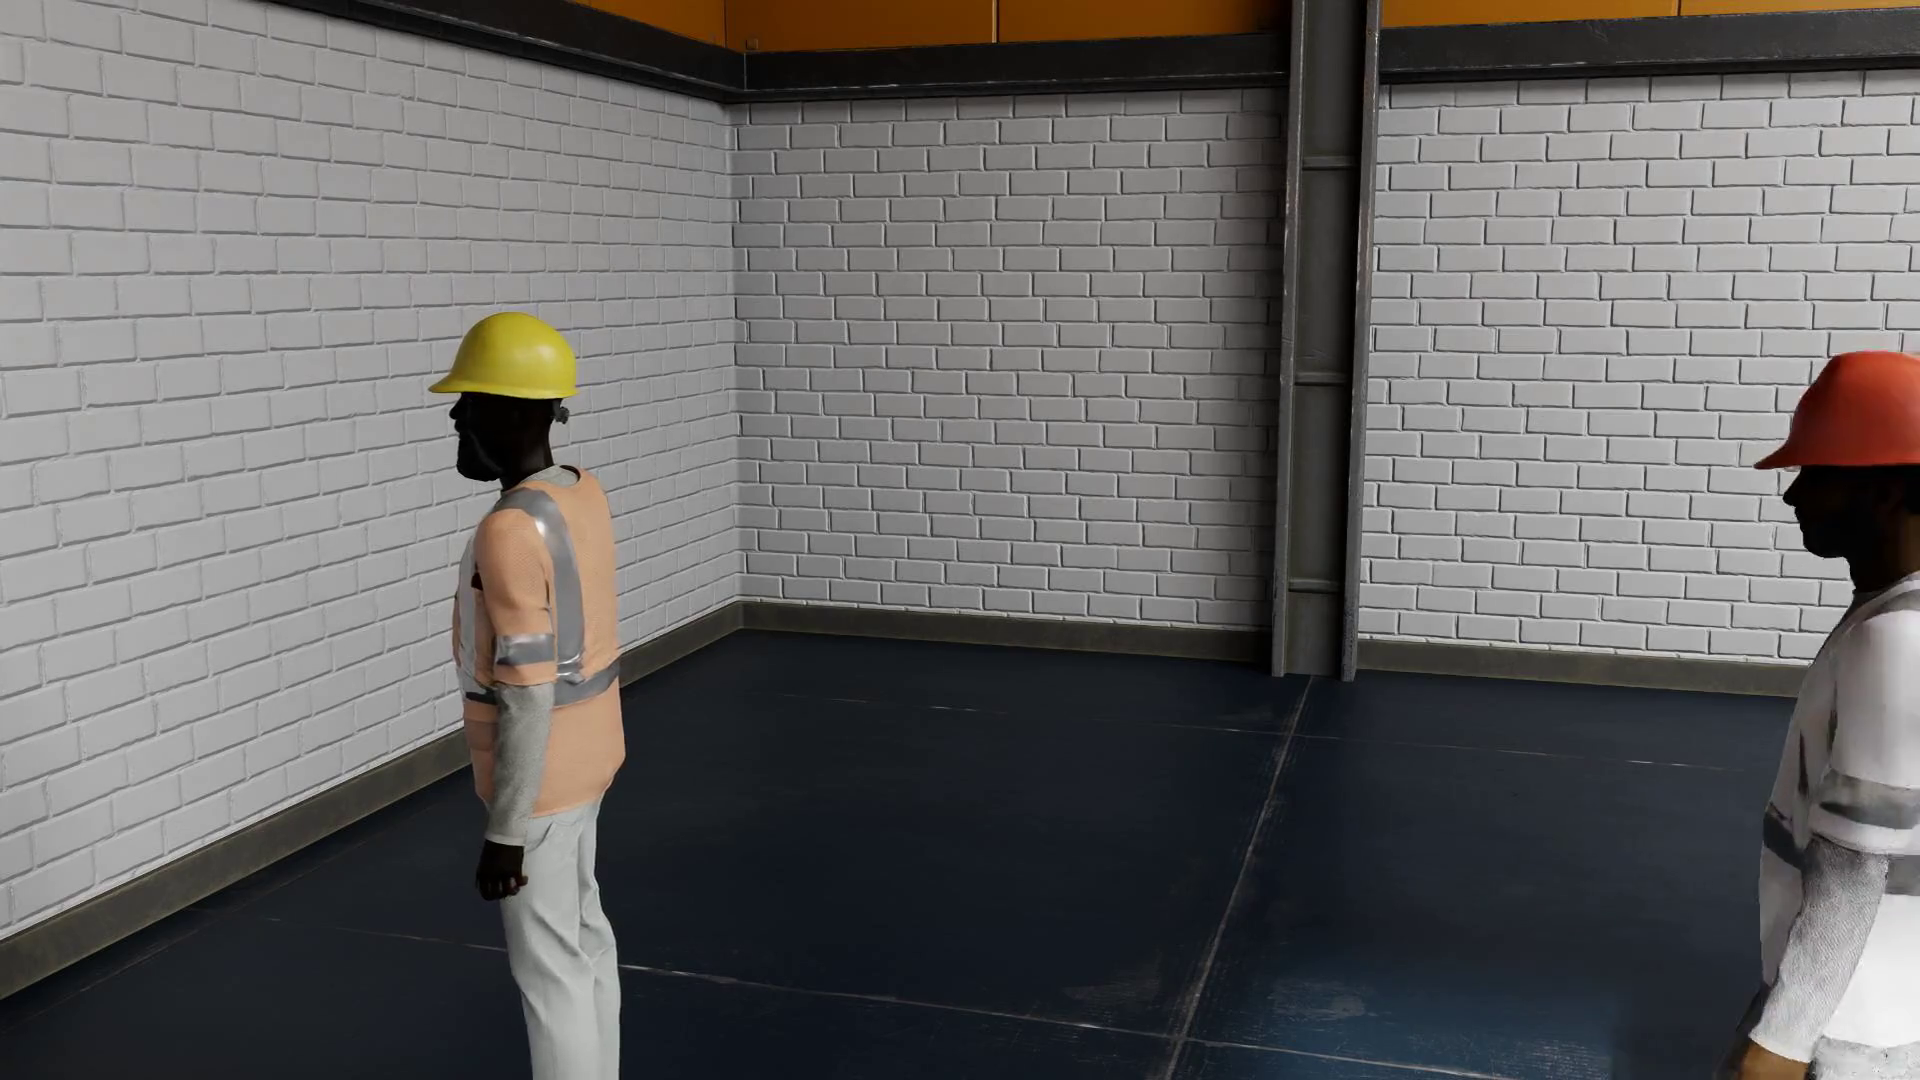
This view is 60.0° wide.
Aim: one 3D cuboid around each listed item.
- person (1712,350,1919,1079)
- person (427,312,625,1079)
[{"bbox_3d":[1.461,0.665,2.559,0.912,1.909,0.553,5,11,28],"label":"person"},{"bbox_3d":[-0.904,0.488,3.538,0.362,1.929,0.593,0,9,0],"label":"person"}]
